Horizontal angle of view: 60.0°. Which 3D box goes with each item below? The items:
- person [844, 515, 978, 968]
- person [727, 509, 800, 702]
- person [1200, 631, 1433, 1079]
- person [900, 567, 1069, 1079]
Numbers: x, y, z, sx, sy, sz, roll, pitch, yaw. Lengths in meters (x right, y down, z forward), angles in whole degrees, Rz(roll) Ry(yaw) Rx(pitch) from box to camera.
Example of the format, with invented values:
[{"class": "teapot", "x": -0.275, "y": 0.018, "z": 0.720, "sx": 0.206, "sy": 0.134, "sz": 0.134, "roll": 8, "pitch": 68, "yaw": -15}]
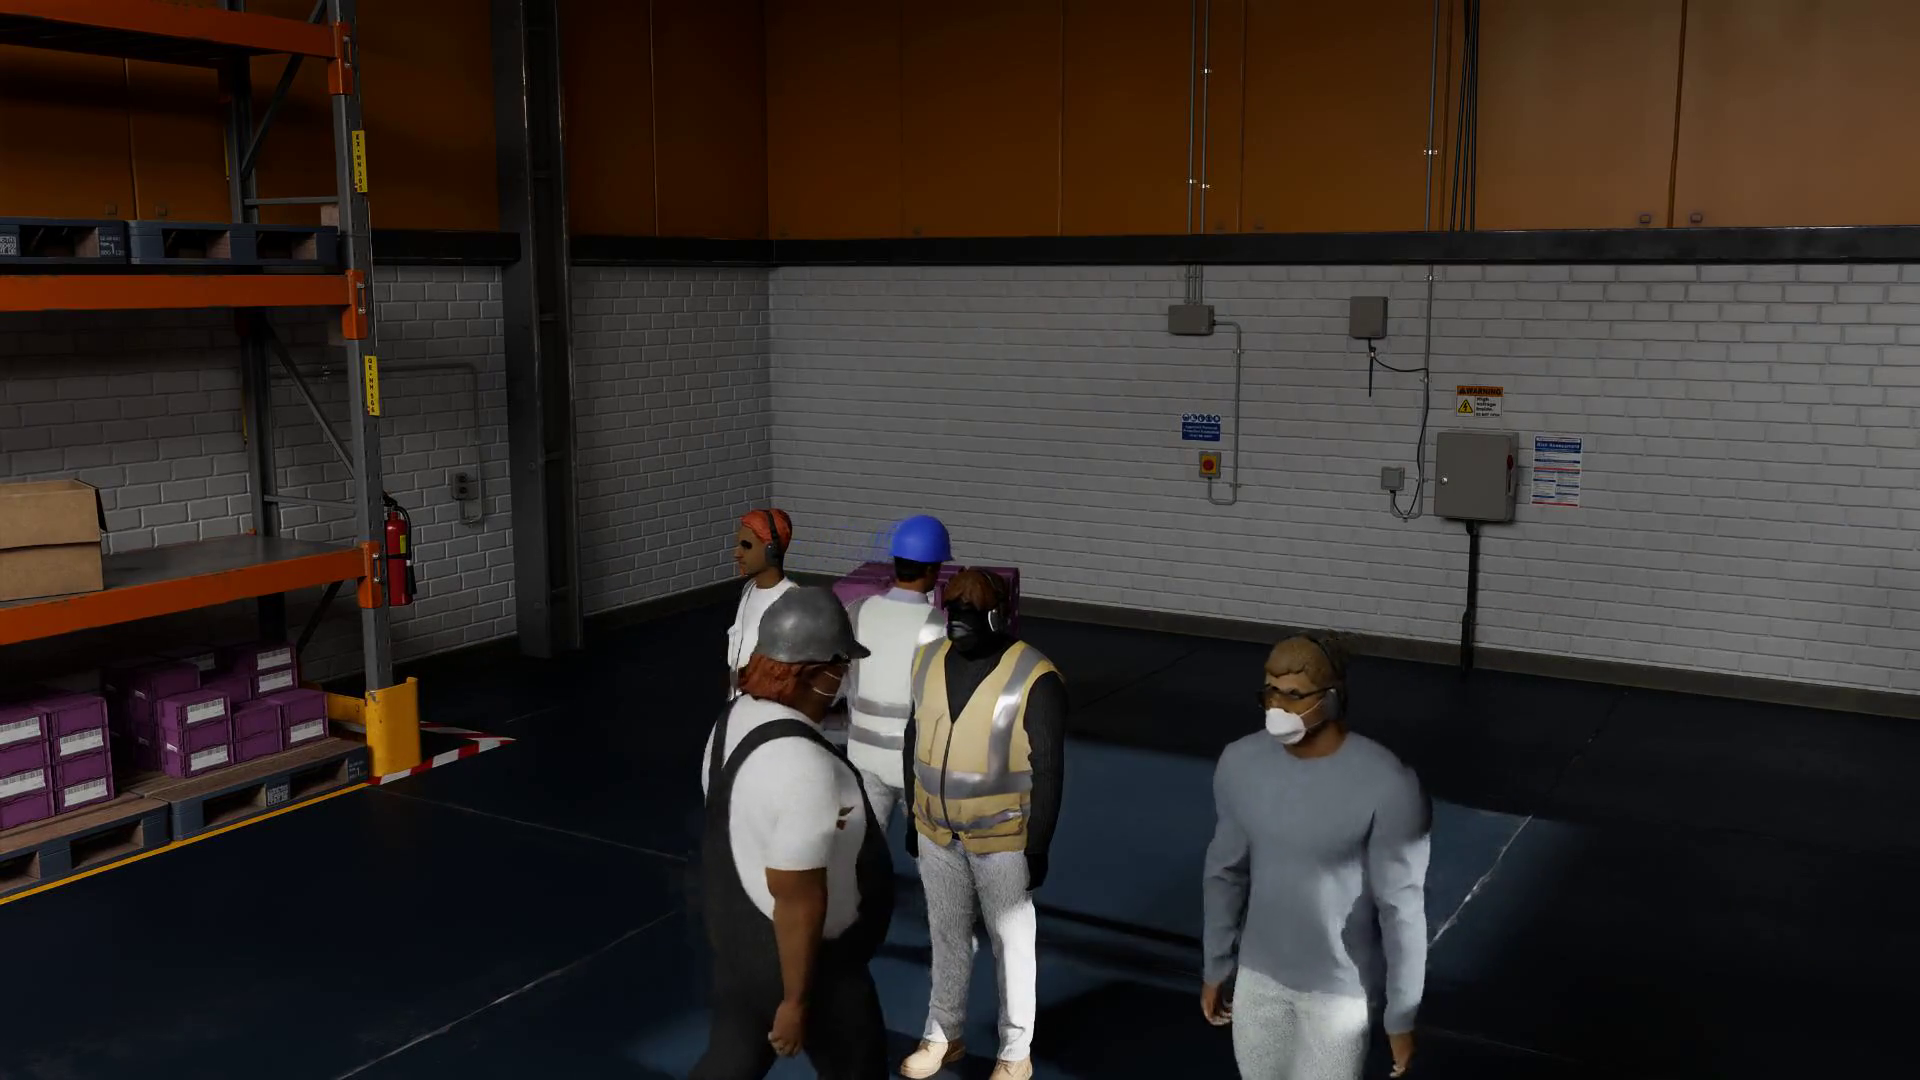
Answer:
[{"class": "person", "x": -0.266, "y": 0.858, "z": 6.512, "sx": 0.603, "sy": 1.909, "sz": 0.927, "roll": 5, "pitch": 10, "yaw": 28}, {"class": "person", "x": -0.793, "y": 0.803, "z": 6.904, "sx": 0.355, "sy": 1.882, "sz": 0.576, "roll": -5, "pitch": 11, "yaw": -30}, {"class": "person", "x": 0.905, "y": 1.182, "z": 4.407, "sx": 0.450, "sy": 1.920, "sz": 0.647, "roll": -9, "pitch": 13, "yaw": -43}, {"class": "person", "x": 0.055, "y": 1.005, "z": 5.771, "sx": 0.625, "sy": 1.844, "sz": 0.429, "roll": 6, "pitch": 11, "yaw": 32}]
